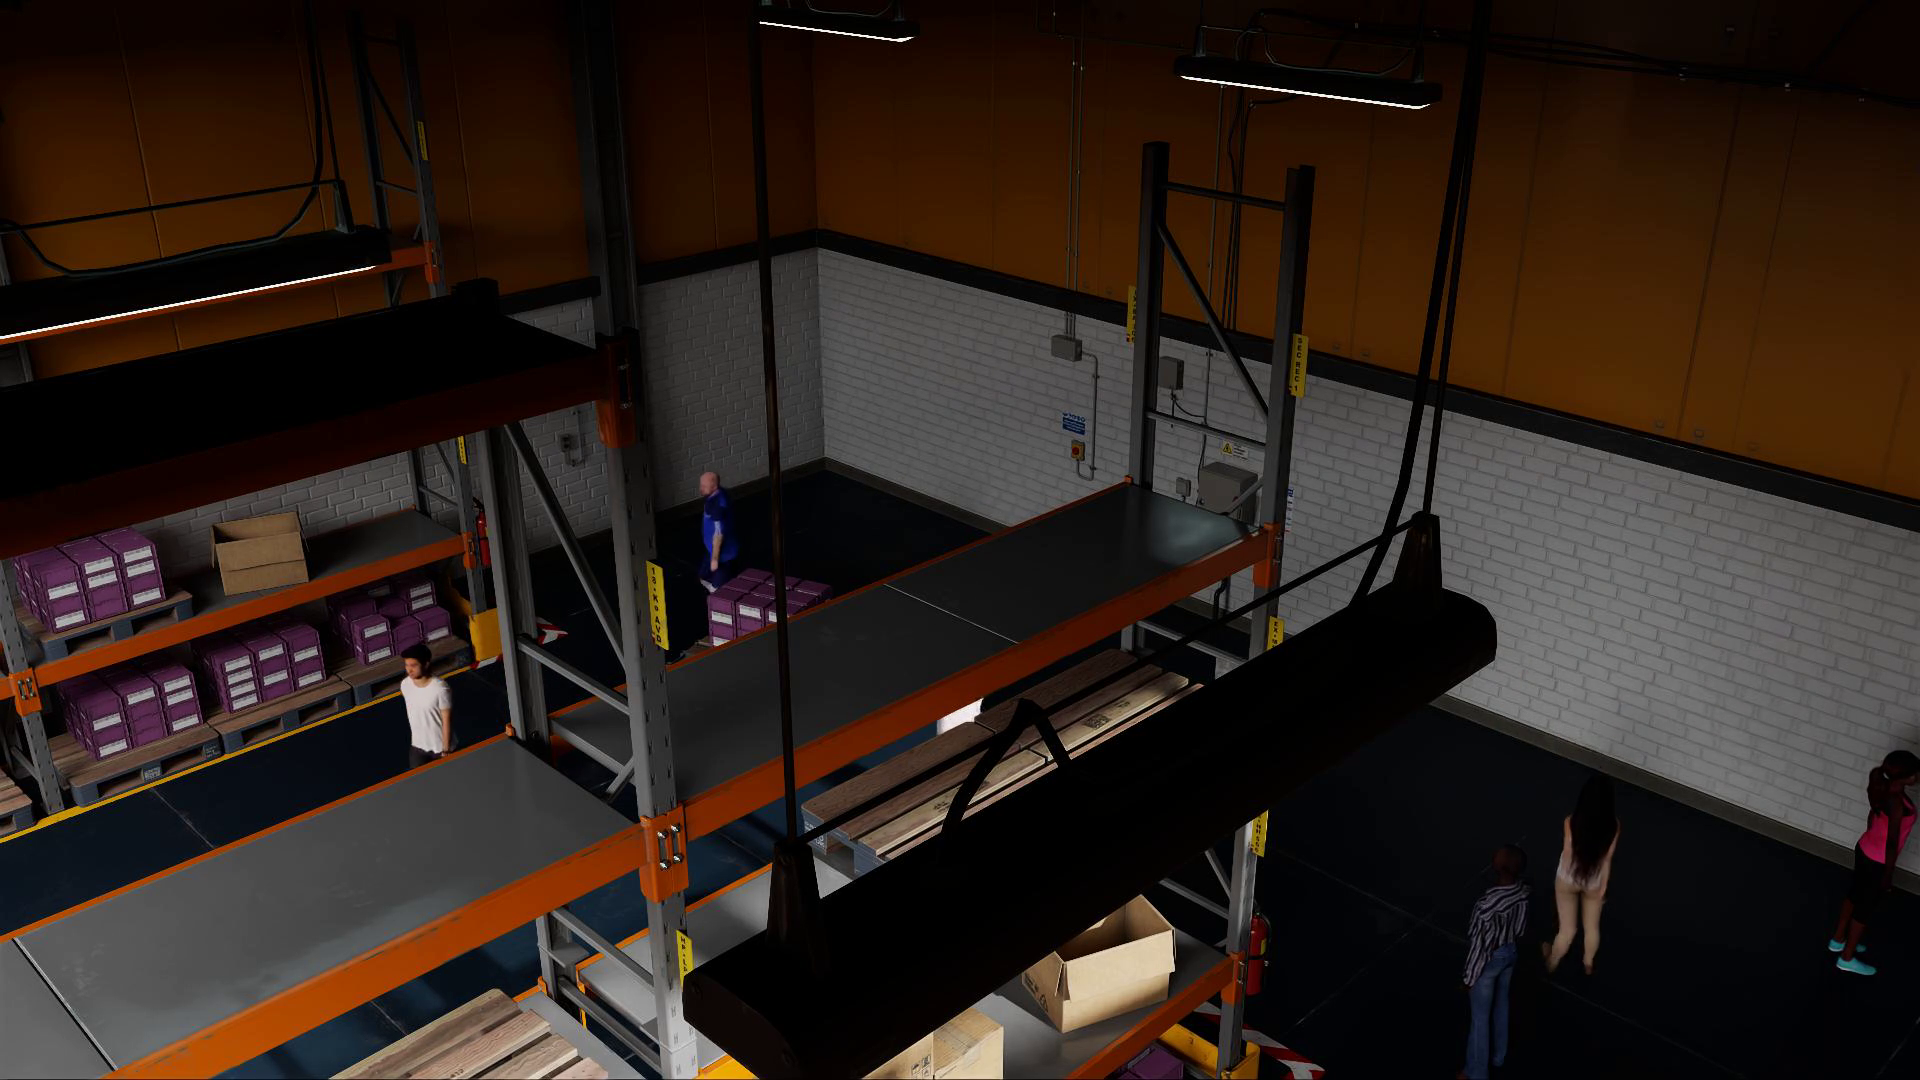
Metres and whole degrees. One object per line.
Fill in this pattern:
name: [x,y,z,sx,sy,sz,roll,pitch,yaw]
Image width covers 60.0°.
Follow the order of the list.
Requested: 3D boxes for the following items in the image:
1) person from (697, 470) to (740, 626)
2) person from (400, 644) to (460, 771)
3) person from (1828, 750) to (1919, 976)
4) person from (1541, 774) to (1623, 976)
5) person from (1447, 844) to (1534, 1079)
person: [-2.286,0.123,16.406,0.860,1.809,0.847,-3,24,-7]
person: [-4.138,1.564,13.254,0.890,1.695,1.043,6,24,14]
person: [6.429,2.232,11.688,0.722,1.724,0.632,6,24,13]
person: [4.331,2.302,11.622,0.751,1.648,0.844,9,25,20]
person: [3.387,2.689,10.554,0.477,1.795,0.693,-19,30,-36]
